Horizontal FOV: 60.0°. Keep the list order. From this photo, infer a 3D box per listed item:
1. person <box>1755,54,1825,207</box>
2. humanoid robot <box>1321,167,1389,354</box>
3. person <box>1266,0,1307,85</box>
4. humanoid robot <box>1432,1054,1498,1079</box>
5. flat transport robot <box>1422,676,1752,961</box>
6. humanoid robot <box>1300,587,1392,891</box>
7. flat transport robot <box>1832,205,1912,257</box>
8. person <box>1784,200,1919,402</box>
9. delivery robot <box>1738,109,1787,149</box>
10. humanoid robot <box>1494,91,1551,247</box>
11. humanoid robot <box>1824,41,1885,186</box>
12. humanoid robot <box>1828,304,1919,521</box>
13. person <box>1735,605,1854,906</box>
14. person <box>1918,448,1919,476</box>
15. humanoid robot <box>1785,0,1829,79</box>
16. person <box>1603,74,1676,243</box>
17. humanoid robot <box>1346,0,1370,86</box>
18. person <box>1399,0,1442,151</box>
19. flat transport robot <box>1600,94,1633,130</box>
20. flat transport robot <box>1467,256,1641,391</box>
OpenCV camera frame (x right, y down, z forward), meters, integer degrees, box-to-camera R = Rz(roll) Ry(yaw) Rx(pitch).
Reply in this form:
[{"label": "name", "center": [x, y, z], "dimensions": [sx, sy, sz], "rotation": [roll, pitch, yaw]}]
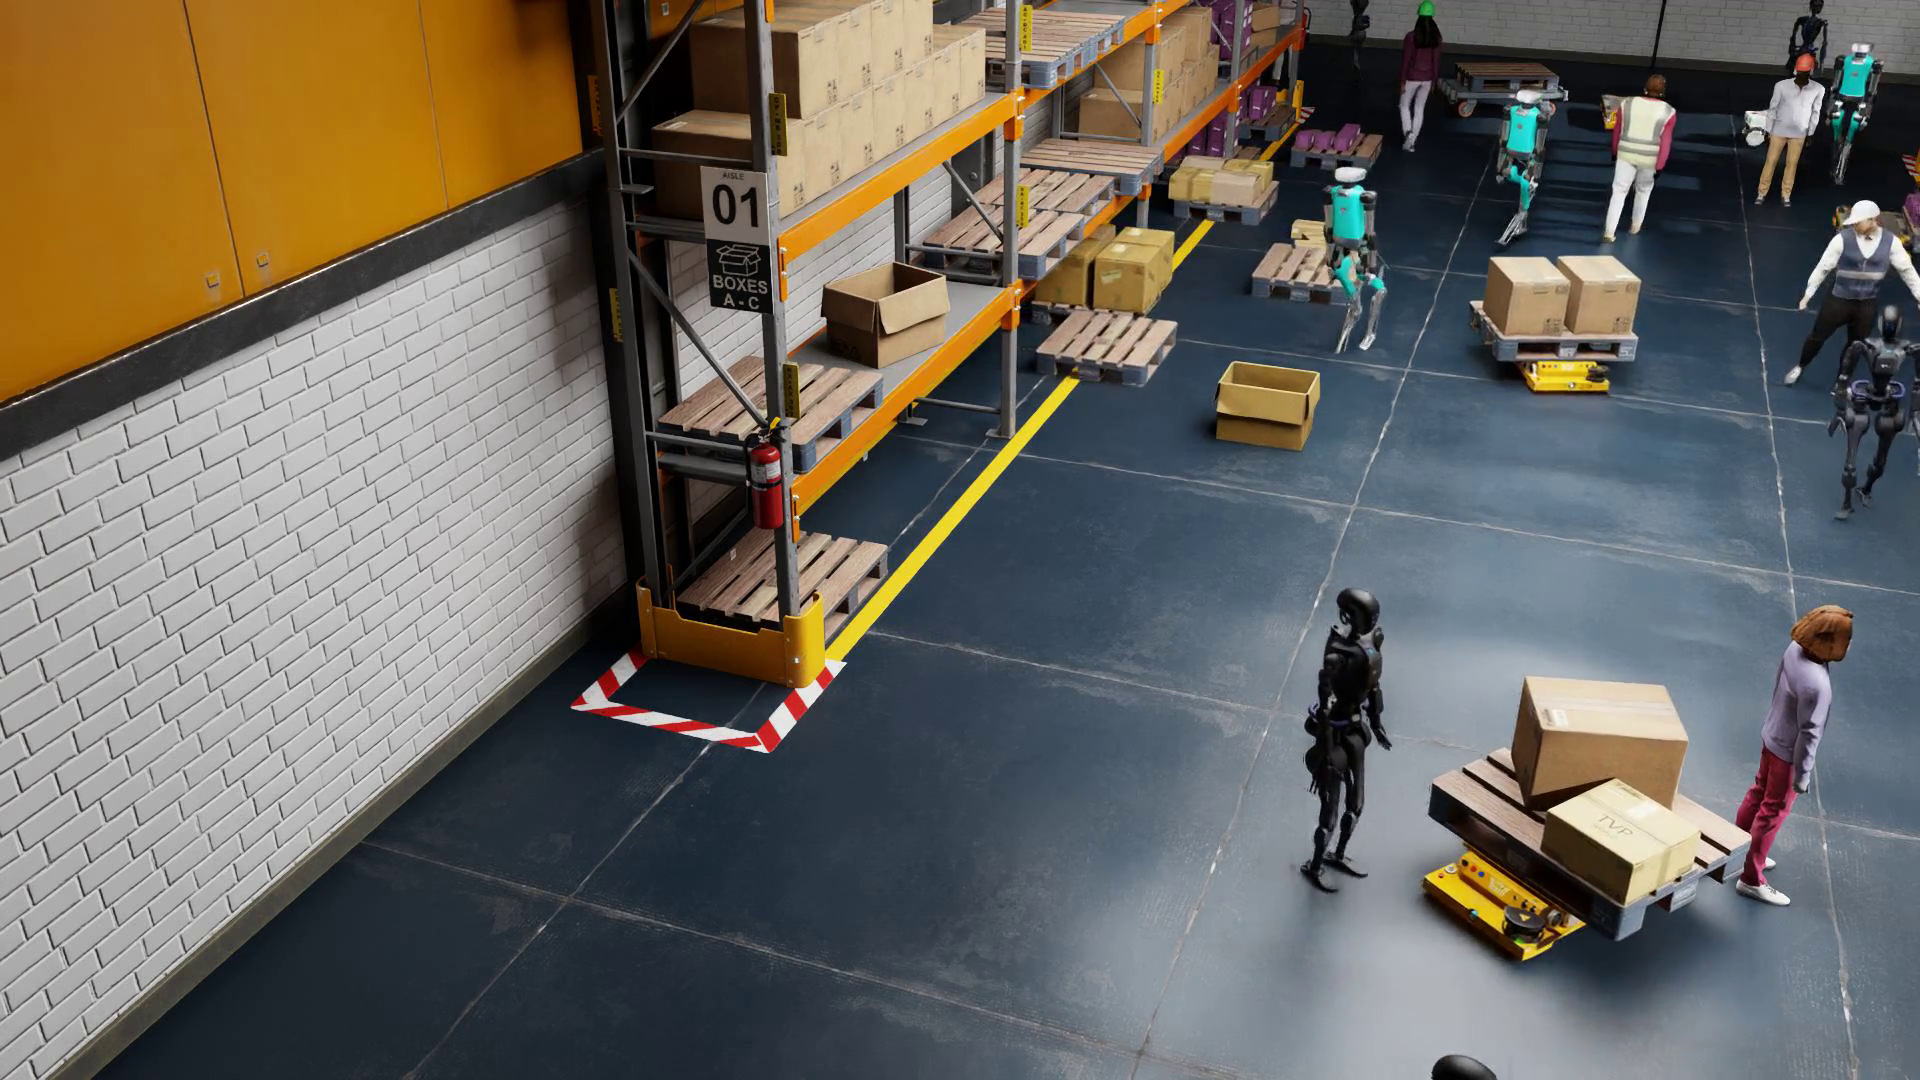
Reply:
[{"label": "person", "center": [9.684, -4.781, 19.403], "dimensions": [0.562, 1.751, 0.329], "rotation": [9, 29, 17]}, {"label": "humanoid robot", "center": [3.690, -2.538, 15.107], "dimensions": [0.855, 1.785, 0.576], "rotation": [-18, 32, -31]}, {"label": "person", "center": [4.964, -7.918, 25.290], "dimensions": [0.630, 1.939, 0.371], "rotation": [-9, 29, -16]}, {"label": "humanoid robot", "center": [1.657, 2.355, 5.680], "dimensions": [0.610, 1.638, 0.604], "rotation": [14, 30, 25]}, {"label": "flat transport robot", "center": [3.130, 1.656, 8.538], "dimensions": [1.431, 0.231, 0.659], "rotation": [-16, 31, -28]}, {"label": "humanoid robot", "center": [1.931, 0.985, 8.303], "dimensions": [0.353, 1.656, 0.588], "rotation": [22, 35, 36]}, {"label": "flat transport robot", "center": [10.017, -3.372, 18.292], "dimensions": [0.659, 0.231, 1.431], "rotation": [10, 29, 19]}, {"label": "person", "center": [7.627, -2.053, 14.138], "dimensions": [0.914, 1.736, 0.565], "rotation": [4, 28, 7]}, {"label": "delivery robot", "center": [10.809, -5.501, 22.101], "dimensions": [0.766, 0.587, 0.499], "rotation": [7, 28, 12]}, {"label": "humanoid robot", "center": [6.110, -3.998, 17.920], "dimensions": [1.026, 1.727, 0.550], "rotation": [-24, 36, -38]}, {"label": "humanoid robot", "center": [10.871, -5.198, 20.289], "dimensions": [0.538, 1.816, 0.862], "rotation": [18, 32, 31]}, {"label": "humanoid robot", "center": [6.671, -0.938, 12.080], "dimensions": [0.621, 1.648, 0.609], "rotation": [15, 31, 26]}, {"label": "person", "center": [4.114, 1.040, 8.241], "dimensions": [0.264, 1.631, 0.506], "rotation": [6, 28, 11]}, {"label": "person", "center": [7.704, -1.307, 12.680], "dimensions": [0.580, 1.748, 0.430], "rotation": [6, 28, 11]}, {"label": "humanoid robot", "center": [11.790, -6.727, 23.260], "dimensions": [0.442, 1.642, 0.589], "rotation": [-16, 31, -28]}, {"label": "person", "center": [7.404, -4.166, 18.169], "dimensions": [0.635, 1.803, 0.953], "rotation": [15, 31, 26]}, {"label": "humanoid robot", "center": [6.087, -7.770, 25.284], "dimensions": [0.386, 1.640, 0.594], "rotation": [2, 27, 5]}, {"label": "person", "center": [5.948, -5.984, 21.542], "dimensions": [0.495, 1.934, 0.551], "rotation": [1, 27, 2]}, {"label": "flat transport robot", "center": [9.388, -6.002, 23.394], "dimensions": [0.659, 0.231, 1.431], "rotation": [8, 28, 14]}, {"label": "flat transport robot", "center": [5.299, -1.690, 15.028], "dimensions": [0.659, 0.231, 1.431], "rotation": [0, 27, 0]}]
